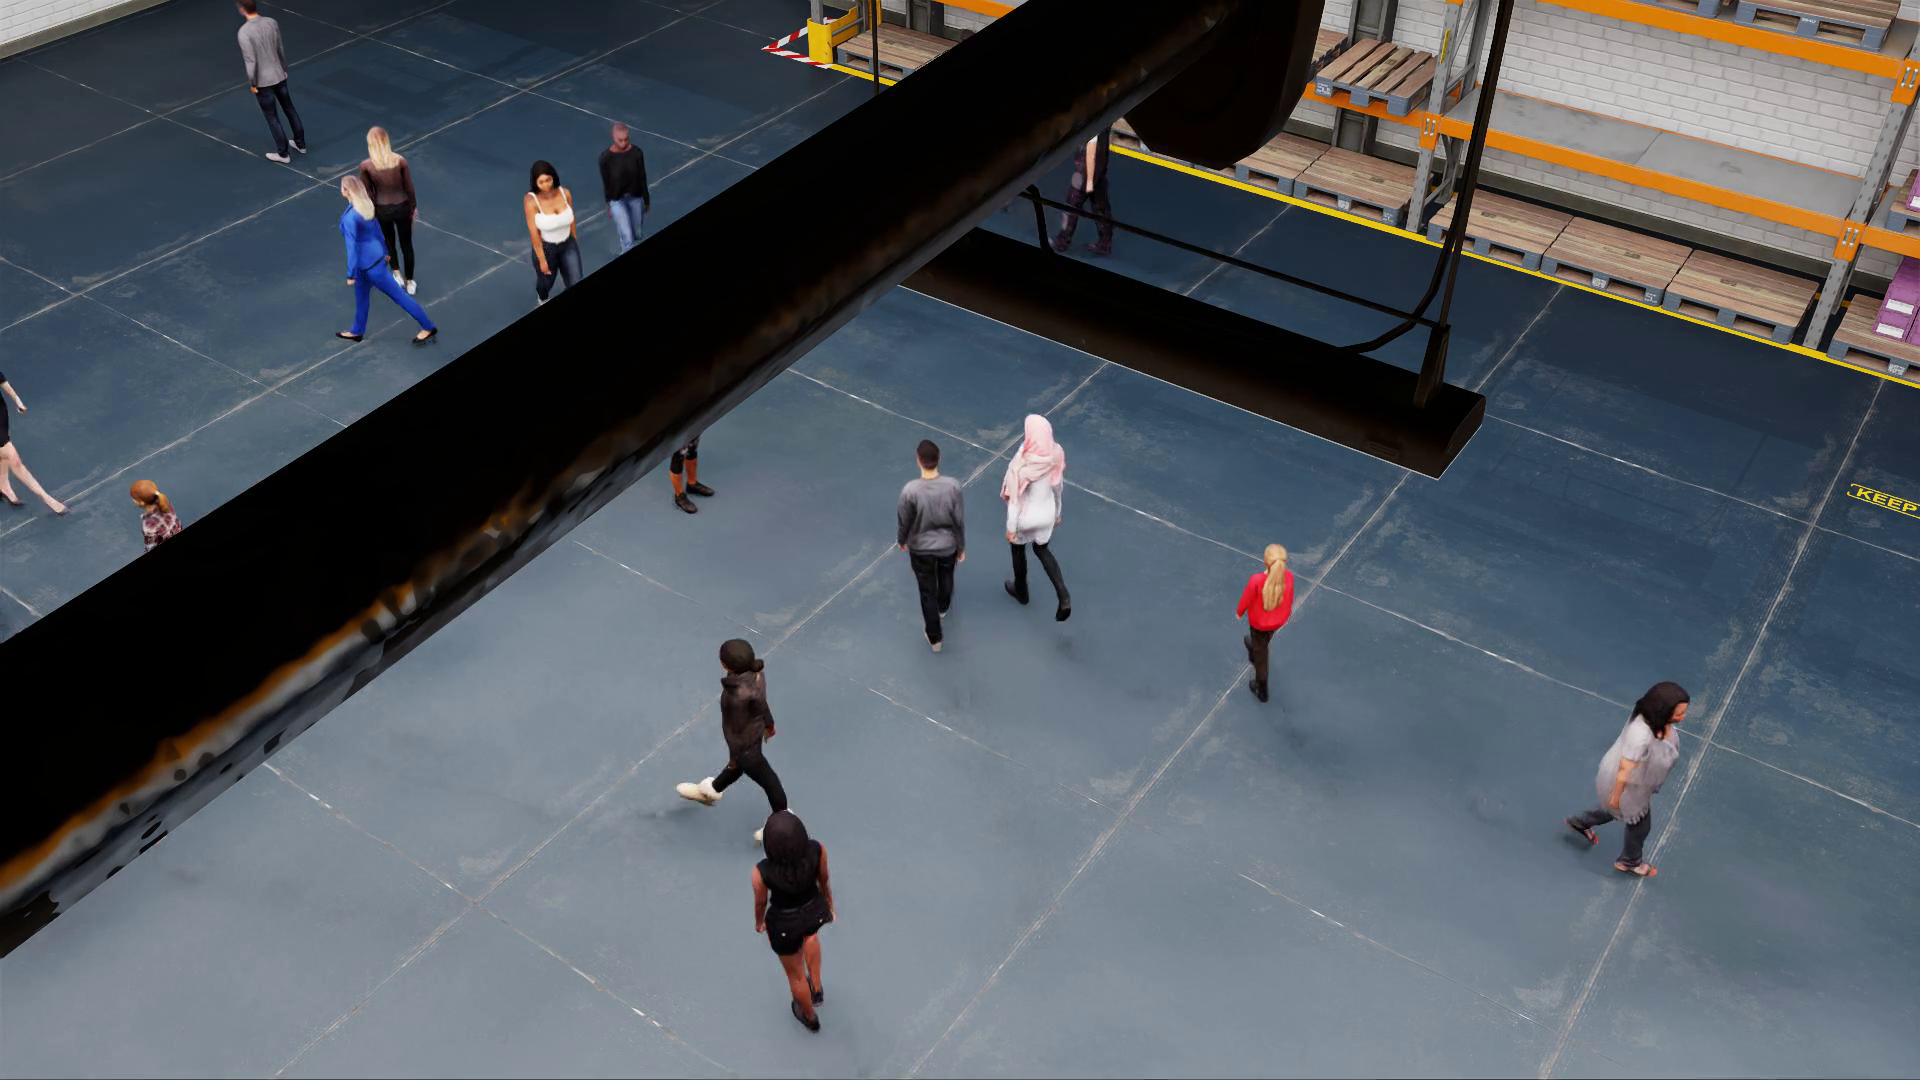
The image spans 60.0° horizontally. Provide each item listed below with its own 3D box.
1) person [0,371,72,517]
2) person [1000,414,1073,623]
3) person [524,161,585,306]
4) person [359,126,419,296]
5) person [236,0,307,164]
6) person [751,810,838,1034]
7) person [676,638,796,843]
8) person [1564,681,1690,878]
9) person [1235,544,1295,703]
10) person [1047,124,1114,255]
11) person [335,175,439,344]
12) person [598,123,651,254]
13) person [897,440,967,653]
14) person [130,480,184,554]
[{"bbox_3d":[-7.778,-0.965,13.217,1.083,1.778,0.882,6,39,8],"label":"person"},{"bbox_3d":[0.580,-0.120,12.153,0.879,1.784,1.102,-22,44,-26],"label":"person"},{"bbox_3d":[-3.799,-2.689,15.386,0.966,1.764,1.311,-21,43,-25],"label":"person"},{"bbox_3d":[-5.430,-3.114,15.980,0.704,1.688,0.747,-11,40,-14],"label":"person"},{"bbox_3d":[-7.609,-5.094,18.309,0.638,1.874,0.707,18,42,21],"label":"person"},{"bbox_3d":[-0.869,2.192,9.303,0.707,1.728,0.737,-20,43,-23],"label":"person"},{"bbox_3d":[-1.494,1.266,10.532,0.898,1.642,1.139,21,43,24],"label":"person"},{"bbox_3d":[4.134,1.452,10.362,0.886,1.564,0.719,19,42,22],"label":"person"},{"bbox_3d":[2.165,0.602,11.670,0.813,1.259,0.894,-9,40,-11],"label":"person"},{"bbox_3d":[1.406,-3.667,16.560,1.024,1.827,0.827,15,41,17],"label":"person"},{"bbox_3d":[-5.295,-2.521,15.273,1.296,1.644,1.164,-2,39,-3],"label":"person"},{"bbox_3d":[-3.299,-3.323,16.221,0.871,1.714,1.012,-16,41,-19],"label":"person"},{"bbox_3d":[-0.183,0.087,11.923,0.937,1.748,0.998,-6,39,-7],"label":"person"},{"bbox_3d":[-5.769,0.096,12.275,0.737,1.296,0.680,1,39,1],"label":"person"}]
